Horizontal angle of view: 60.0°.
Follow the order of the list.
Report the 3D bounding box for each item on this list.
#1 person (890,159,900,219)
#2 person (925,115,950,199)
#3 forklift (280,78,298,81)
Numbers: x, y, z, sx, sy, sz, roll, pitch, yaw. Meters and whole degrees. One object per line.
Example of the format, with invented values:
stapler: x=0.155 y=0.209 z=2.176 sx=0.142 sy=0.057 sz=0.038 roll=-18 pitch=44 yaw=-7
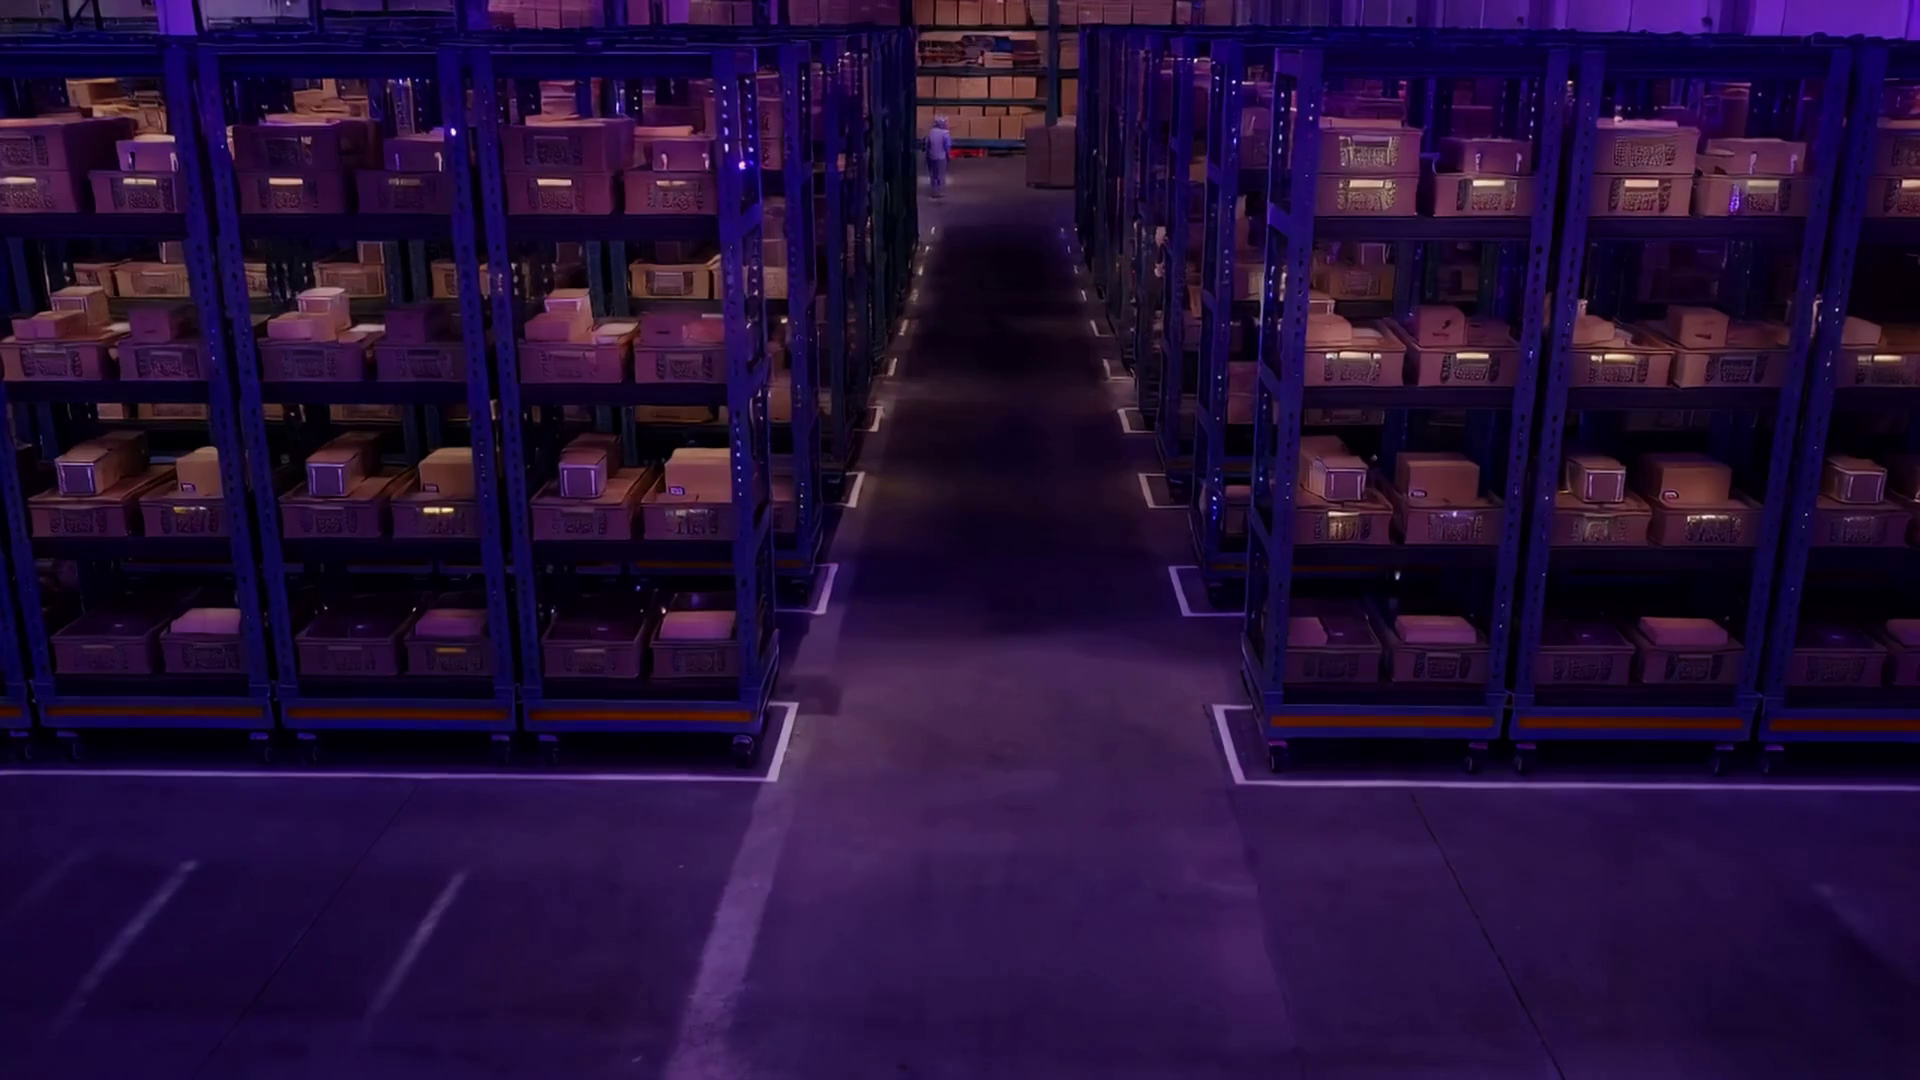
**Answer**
person: x=-1.187 y=-6.550 z=30.281 sx=0.581 sy=1.810 sz=0.929 roll=-4 pitch=18 yaw=-14
person: x=-0.468 y=-8.187 z=35.585 sx=0.560 sy=1.750 sz=0.328 roll=6 pitch=18 yaw=17
forklift: x=-17.255 y=-11.121 z=43.080 sx=1.873 sy=2.768 sz=1.129 roll=0 pitch=17 yaw=1
